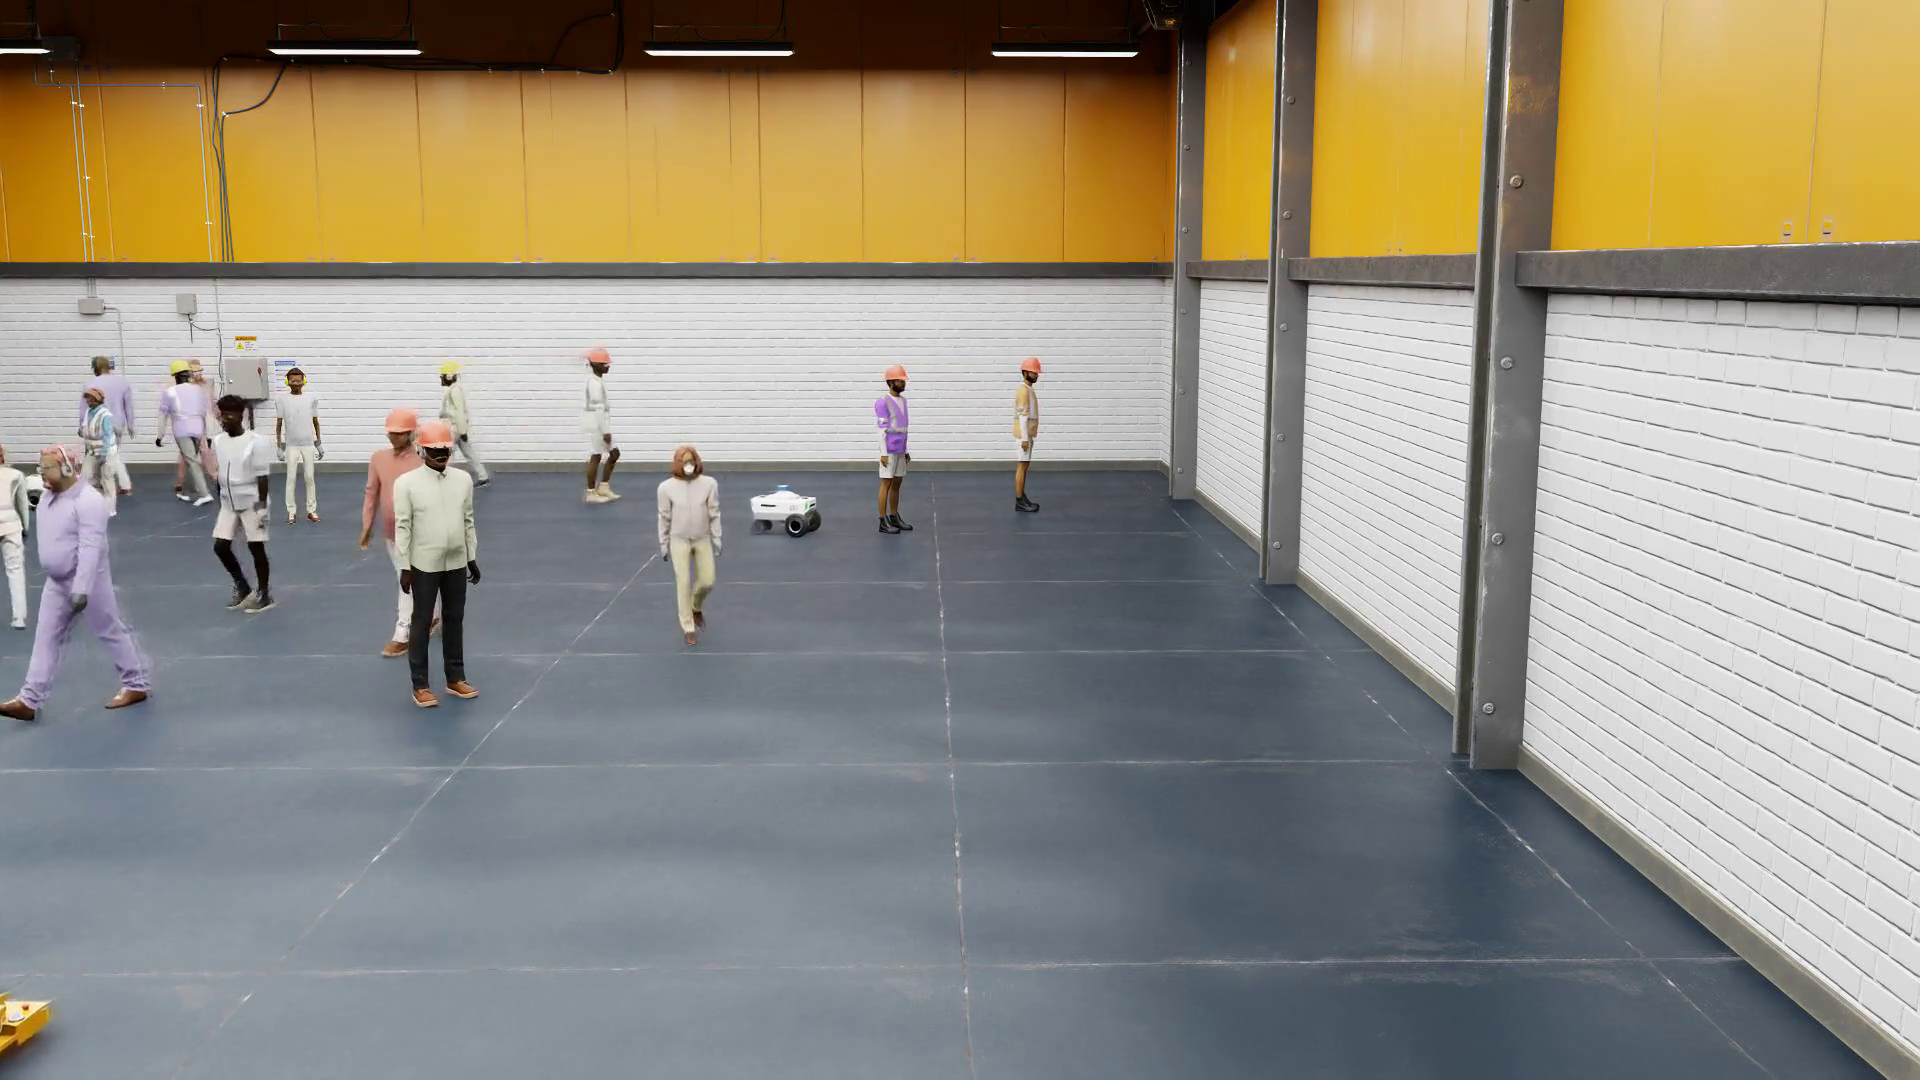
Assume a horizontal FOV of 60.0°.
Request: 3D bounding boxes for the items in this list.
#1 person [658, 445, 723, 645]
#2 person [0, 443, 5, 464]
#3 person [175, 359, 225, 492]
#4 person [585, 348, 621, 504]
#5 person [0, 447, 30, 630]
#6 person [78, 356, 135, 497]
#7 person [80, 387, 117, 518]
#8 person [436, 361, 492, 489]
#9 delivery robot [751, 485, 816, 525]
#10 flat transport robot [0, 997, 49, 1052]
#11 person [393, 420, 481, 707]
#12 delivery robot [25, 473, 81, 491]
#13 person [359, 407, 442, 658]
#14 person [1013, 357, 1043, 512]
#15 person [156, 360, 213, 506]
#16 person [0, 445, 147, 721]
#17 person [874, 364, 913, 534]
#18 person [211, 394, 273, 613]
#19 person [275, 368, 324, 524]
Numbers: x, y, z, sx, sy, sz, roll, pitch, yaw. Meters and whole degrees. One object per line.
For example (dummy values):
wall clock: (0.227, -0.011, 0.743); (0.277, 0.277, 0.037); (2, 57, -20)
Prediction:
person: (-2.202, 0.023, 13.542); (0.516, 1.622, 0.436); (-4, 10, -21)
person: (-12.850, -1.359, 21.926); (0.542, 1.642, 0.890); (2, 9, 9)
person: (-10.226, -1.519, 22.364); (1.050, 1.831, 0.648); (2, 9, 10)
person: (-4.587, -1.462, 21.432); (0.612, 2.018, 0.623); (-1, 9, -8)
person: (-8.179, -0.056, 14.100); (0.805, 1.599, 0.545); (9, 13, 44)
person: (-11.401, -1.516, 22.223); (1.040, 1.881, 0.636); (5, 10, 28)
person: (-10.405, -1.045, 20.120); (0.535, 1.611, 0.408); (5, 10, 27)
person: (-6.896, -1.554, 22.758); (0.946, 1.790, 0.585); (-2, 10, -13)
delivery robot: (-2.017, -0.382, 19.021); (0.707, 0.478, 0.477); (2, 10, 15)
flat transport robot: (-3.987, 1.940, 5.939); (0.652, 0.197, 1.431); (0, 9, 2)
person: (-3.633, 0.155, 11.617); (0.396, 1.992, 0.623); (8, 12, 41)
delivery robot: (-11.420, -0.717, 21.080); (0.707, 0.478, 0.477); (-3, 10, -16)
person: (-4.433, -0.100, 13.344); (0.613, 1.950, 1.002); (3, 10, 16)
person: (0.854, -1.324, 20.865); (0.376, 1.934, 0.547); (1, 9, 8)
person: (-9.952, -1.376, 21.449); (1.025, 1.864, 0.606); (8, 12, 40)
person: (-6.036, 0.290, 11.230); (0.672, 1.849, 1.023); (5, 10, 28)
person: (-0.747, -1.048, 19.153); (0.356, 1.942, 0.542); (5, 11, 30)
person: (-6.316, -0.313, 14.636); (0.623, 1.949, 0.454); (2, 10, 13)
person: (-7.883, -1.127, 19.867); (0.538, 1.866, 0.312); (-6, 11, -32)
